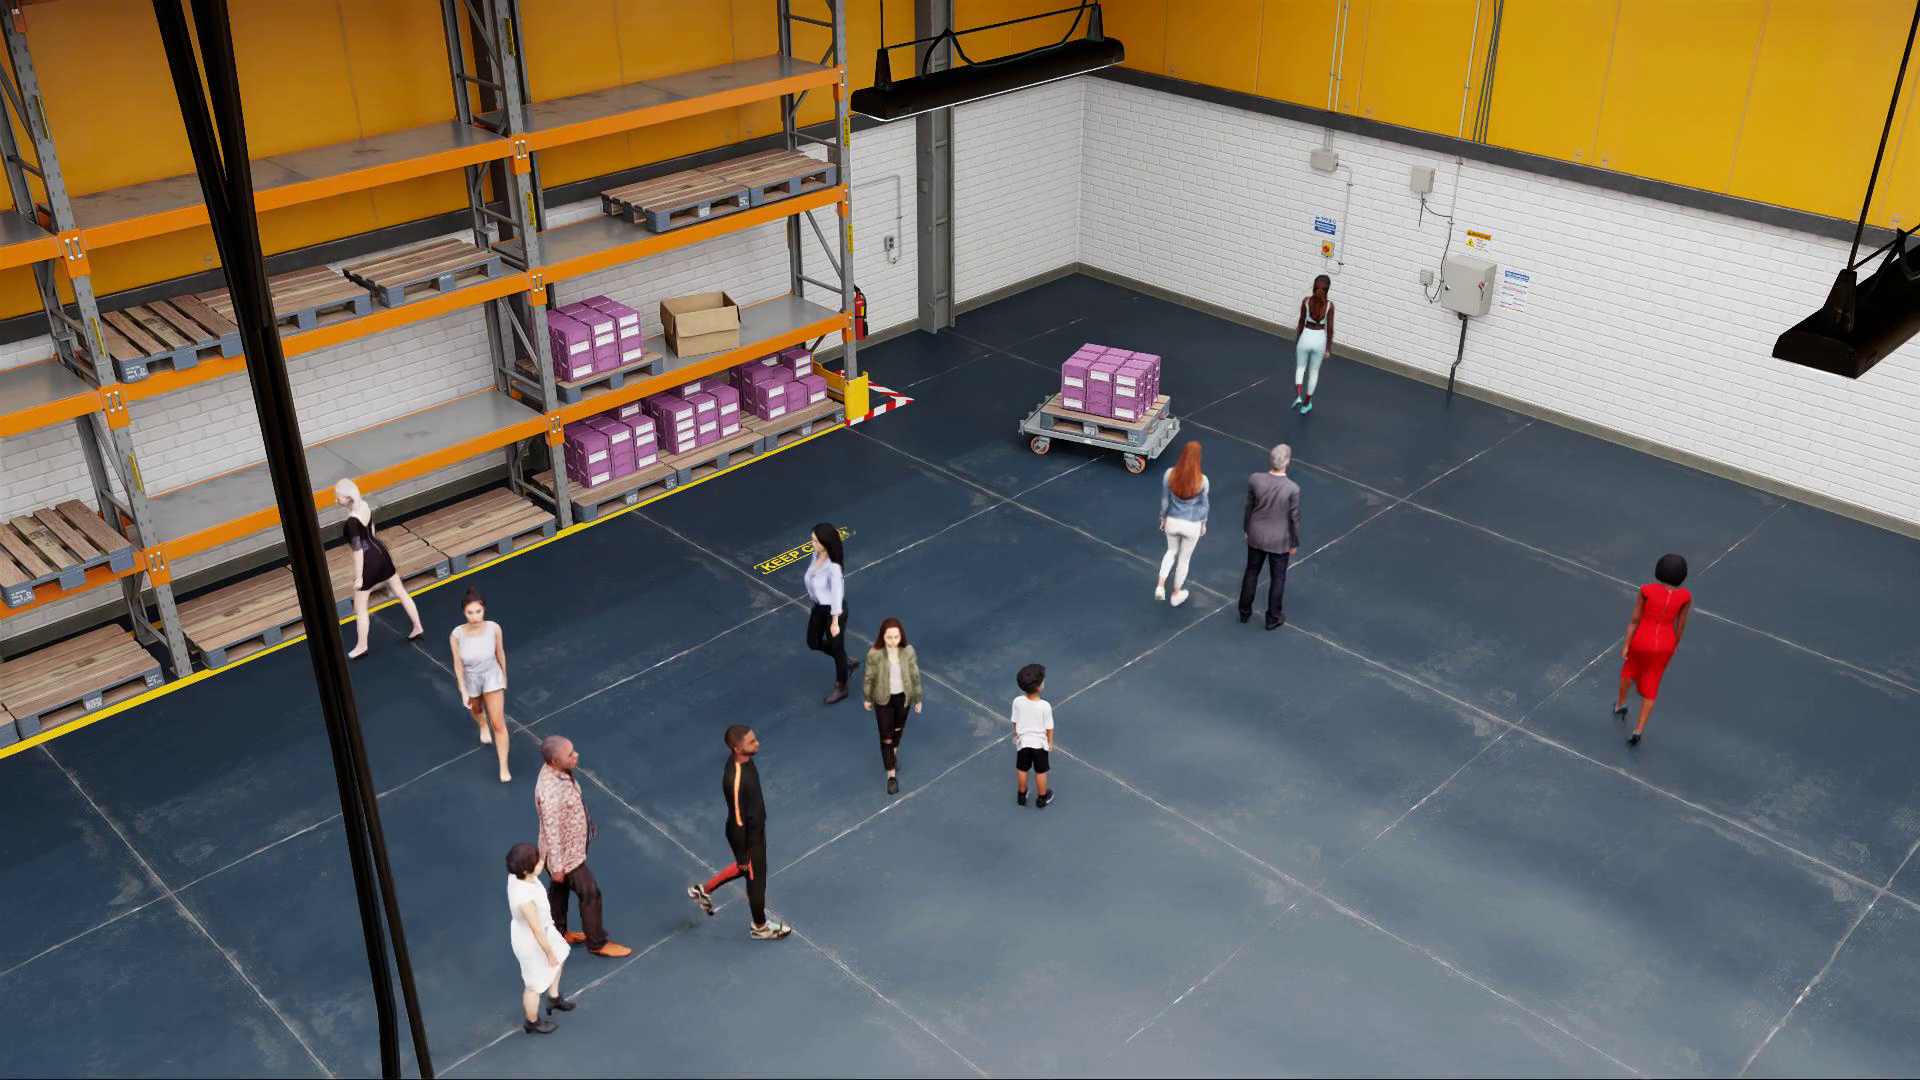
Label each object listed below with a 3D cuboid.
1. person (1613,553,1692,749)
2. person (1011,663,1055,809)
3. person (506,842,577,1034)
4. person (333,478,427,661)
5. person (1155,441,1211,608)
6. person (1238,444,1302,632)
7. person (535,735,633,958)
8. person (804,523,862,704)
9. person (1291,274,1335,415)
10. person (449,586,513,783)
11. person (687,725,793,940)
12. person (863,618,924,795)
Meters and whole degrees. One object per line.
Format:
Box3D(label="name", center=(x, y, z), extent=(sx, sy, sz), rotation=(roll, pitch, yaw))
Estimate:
Box3D(label="person", center=(5.650, 0.938, 13.575), extent=(0.856, 1.723, 0.973), rotation=(7, 29, 12))
Box3D(label="person", center=(0.565, 1.536, 12.966), extent=(0.564, 1.258, 0.599), rotation=(10, 30, 17))
Box3D(label="person", center=(-2.826, 2.600, 10.717), extent=(0.723, 1.541, 0.692), rotation=(-11, 31, -20))
Box3D(label="person", center=(-5.165, 0.236, 14.792), extent=(1.017, 1.790, 0.957), rotation=(4, 29, 7))
Box3D(label="person", center=(2.051, -0.087, 15.500), extent=(0.706, 1.680, 0.804), rotation=(14, 32, 24))
Box3D(label="person", center=(2.847, -0.033, 15.240), extent=(0.767, 1.834, 0.678), rotation=(17, 33, 28))
Box3D(label="person", center=(-2.796, 2.104, 11.370), extent=(1.037, 1.788, 0.965), rotation=(-4, 29, -8))
Box3D(label="person", center=(-1.031, 0.607, 14.168), extent=(0.784, 1.736, 0.734), rotation=(-19, 34, -30))
Box3D(label="person", center=(4.095, -2.251, 19.429), extent=(0.738, 1.716, 0.836), rotation=(11, 31, 20))
Box3D(label="person", center=(-3.881, 1.099, 13.440), extent=(1.071, 1.571, 0.960), rotation=(-8, 30, -14))
Box3D(label="person", center=(-1.566, 2.029, 11.502), extent=(1.062, 1.793, 1.006), rotation=(0, 29, 1))
Box3D(label="person", center=(-0.556, 1.233, 13.313), extent=(0.902, 1.456, 0.902), rotation=(-7, 29, -13))
